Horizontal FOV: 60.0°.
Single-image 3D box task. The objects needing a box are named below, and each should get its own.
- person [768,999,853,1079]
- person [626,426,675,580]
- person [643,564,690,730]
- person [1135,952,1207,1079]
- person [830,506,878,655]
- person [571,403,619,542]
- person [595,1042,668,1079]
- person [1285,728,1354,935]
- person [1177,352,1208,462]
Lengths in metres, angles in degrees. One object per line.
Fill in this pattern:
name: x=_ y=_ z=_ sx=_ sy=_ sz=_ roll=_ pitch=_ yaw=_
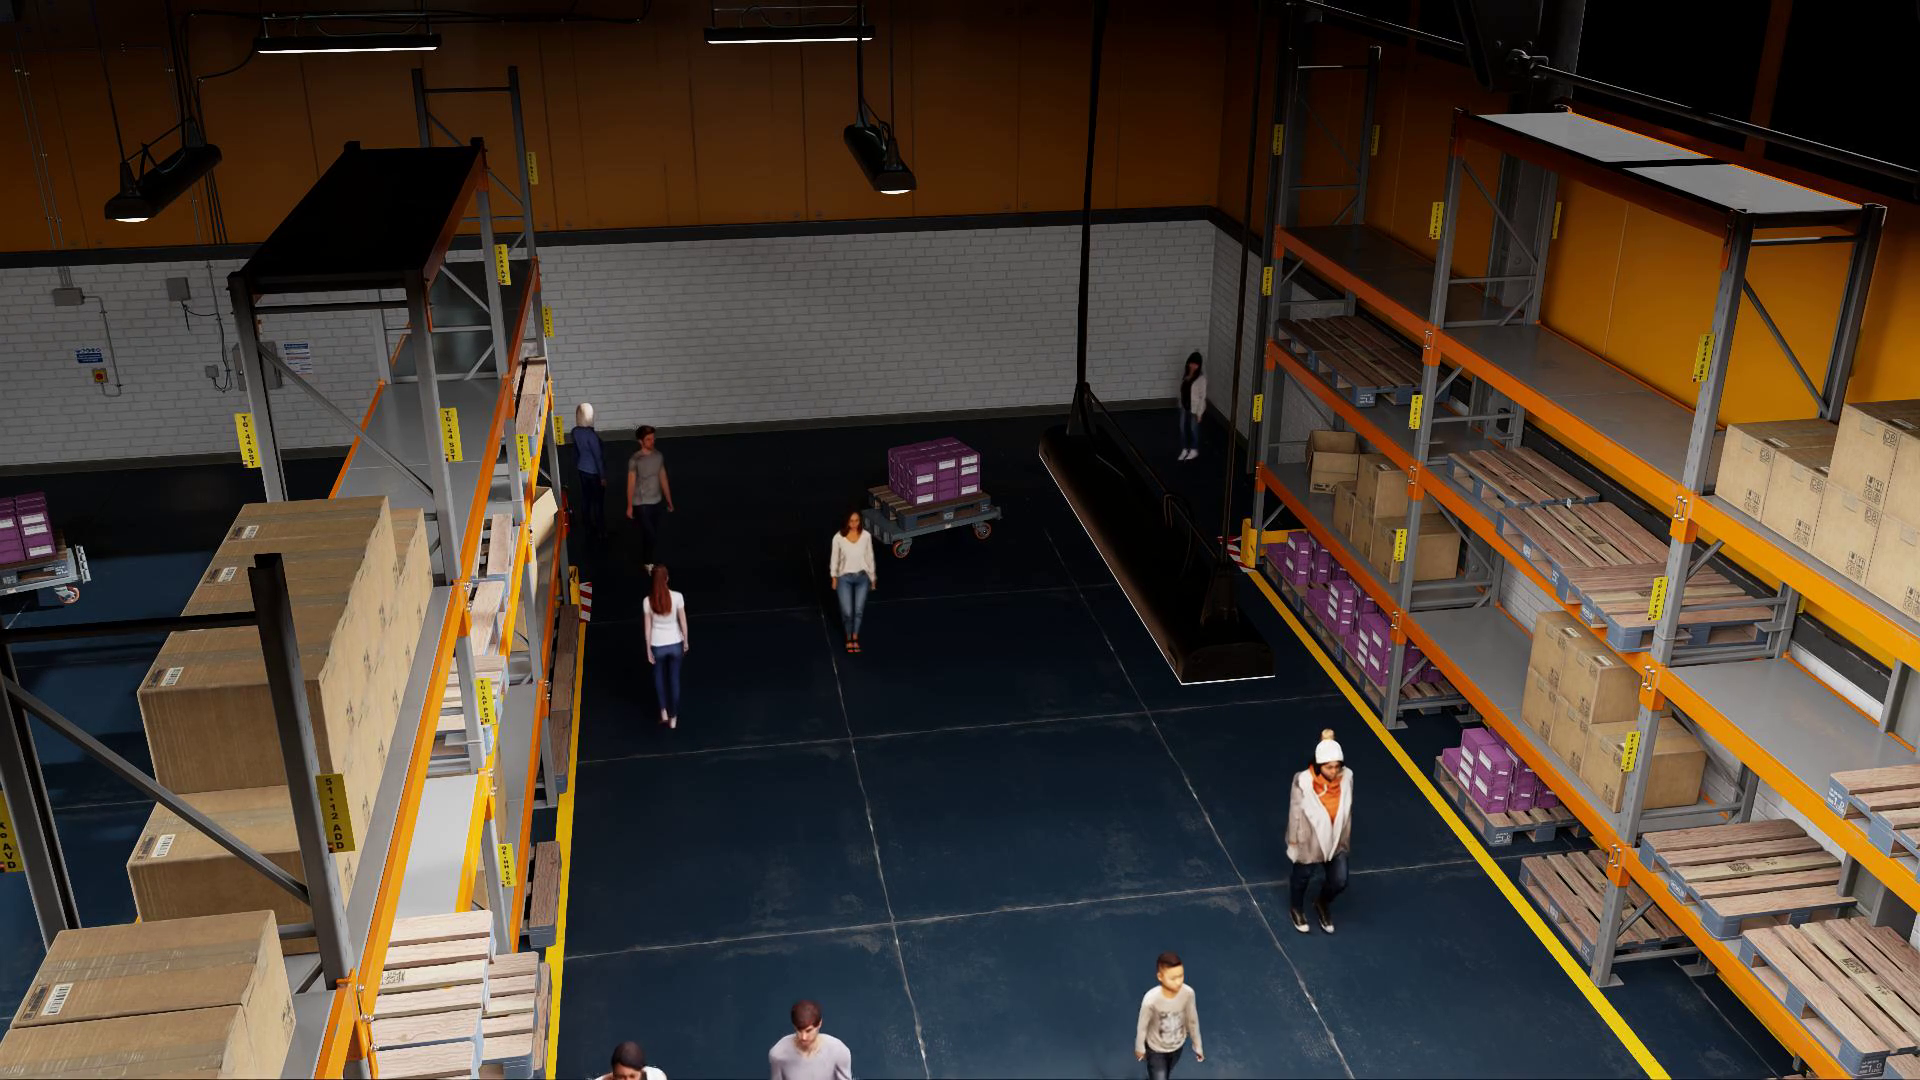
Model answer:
person: x=-0.886 y=3.563 z=10.286 sx=0.797 sy=1.805 sz=1.188 roll=-1 pitch=24 yaw=-1
person: x=-3.712 y=-0.462 z=19.400 sx=0.920 sy=1.881 sz=0.872 roll=19 pitch=30 yaw=37
person: x=-2.832 y=1.077 z=16.069 sx=0.561 sy=1.727 sz=0.635 roll=-5 pitch=24 yaw=-12
person: x=1.343 y=3.360 z=11.203 sx=0.722 sy=1.442 sz=0.961 roll=-11 pitch=26 yaw=-24
person: x=-1.156 y=0.389 z=17.711 sx=0.662 sy=1.673 sz=0.631 roll=-7 pitch=24 yaw=-15
person: x=-4.543 y=-0.852 z=20.461 sx=0.701 sy=1.745 sz=0.781 roll=18 pitch=30 yaw=36
person: x=-1.998 y=3.707 z=10.146 sx=0.721 sy=1.653 sz=1.107 roll=-6 pitch=24 yaw=-13
person: x=2.817 y=2.258 z=13.184 sx=0.709 sy=1.874 sz=0.696 roll=-5 pitch=24 yaw=-10
person: x=3.208 y=-1.855 z=22.935 sx=0.867 sy=1.600 sz=0.805 roll=-19 pitch=30 yaw=-37
